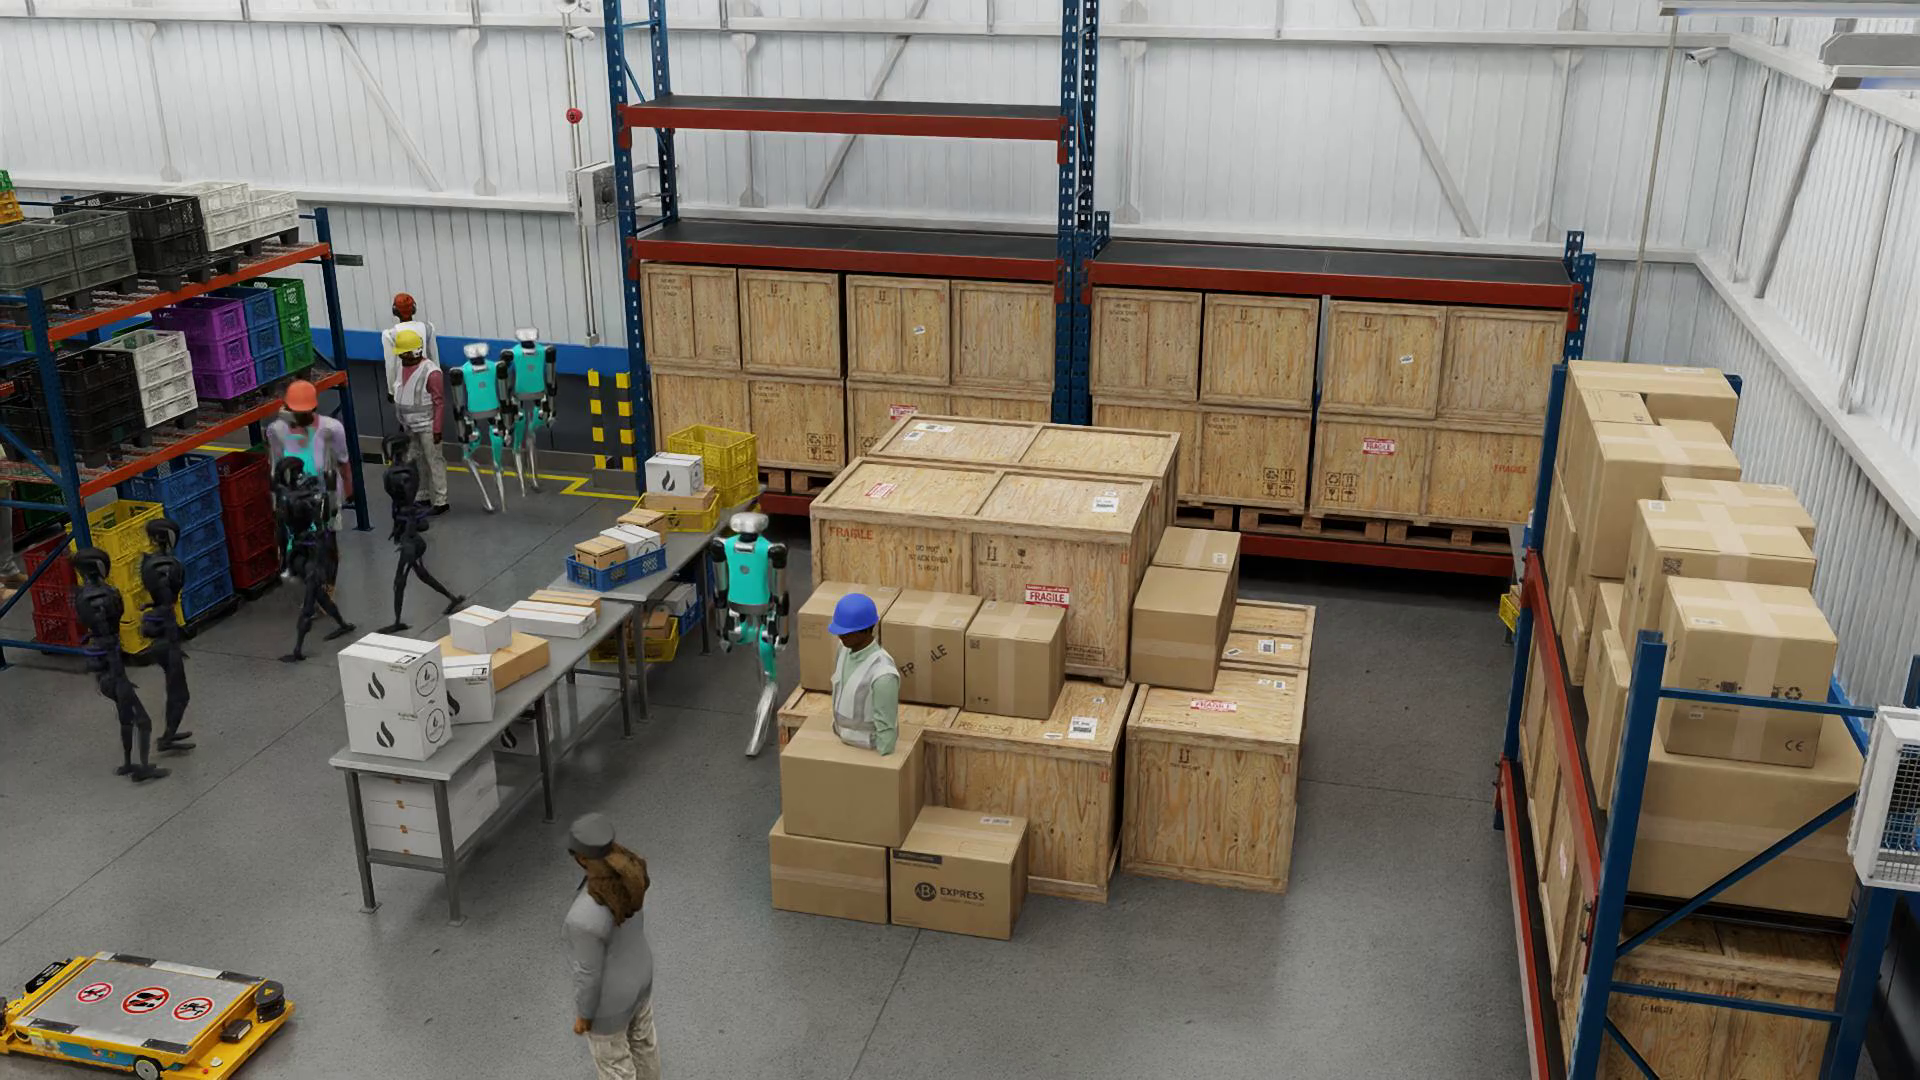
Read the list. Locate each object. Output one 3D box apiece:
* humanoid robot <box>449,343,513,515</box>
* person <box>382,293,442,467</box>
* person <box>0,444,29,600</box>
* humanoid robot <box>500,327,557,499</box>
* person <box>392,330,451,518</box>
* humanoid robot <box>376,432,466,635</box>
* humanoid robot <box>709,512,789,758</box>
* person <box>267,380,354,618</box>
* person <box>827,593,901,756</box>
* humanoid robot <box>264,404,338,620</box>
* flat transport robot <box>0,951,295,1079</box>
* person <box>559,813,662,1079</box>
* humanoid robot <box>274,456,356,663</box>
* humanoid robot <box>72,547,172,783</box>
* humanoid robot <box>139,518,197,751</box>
[{"bbox_3d":[-4.541,-1.019,15.763,0.544,1.847,0.826,-10,23,-25],"label":"humanoid robot"},{"bbox_3d":[-5.554,-1.578,16.913,0.581,1.882,0.351,-19,28,-41],"label":"person"},{"bbox_3d":[-8.128,-0.413,13.941,0.431,1.835,0.622,-2,21,-5],"label":"person"},{"bbox_3d":[-4.249,-1.255,16.333,0.542,1.803,0.833,-10,23,-24],"label":"humanoid robot"},{"bbox_3d":[-5.122,-1.107,15.766,0.588,1.822,0.403,14,25,32],"label":"person"},{"bbox_3d":[-4.404,-0.081,13.351,0.767,1.639,0.610,-12,24,-28],"label":"humanoid robot"},{"bbox_3d":[-1.376,0.561,11.600,0.544,1.771,1.028,4,21,10],"label":"humanoid robot"},{"bbox_3d":[-5.351,-0.446,13.819,0.643,1.992,0.993,-3,21,-8],"label":"person"},{"bbox_3d":[-0.554,1.195,9.588,0.411,1.939,0.602,-11,23,-26],"label":"person"},{"bbox_3d":[-5.332,-0.161,13.434,0.530,1.785,0.818,-3,21,-7],"label":"humanoid robot"},{"bbox_3d":[-4.270,2.464,8.601,1.431,0.231,0.659,5,22,13],"label":"flat transport robot"},{"bbox_3d":[-1.583,2.040,7.614,0.401,1.763,0.561,6,22,15],"label":"person"},{"bbox_3d":[-5.061,0.115,12.839,0.585,1.617,0.800,14,25,32],"label":"humanoid robot"},{"bbox_3d":[-5.559,0.808,10.958,0.360,1.653,0.604,-12,24,-28],"label":"humanoid robot"},{"bbox_3d":[-5.451,0.638,11.423,0.409,1.636,0.612,-11,23,-26],"label":"humanoid robot"}]
